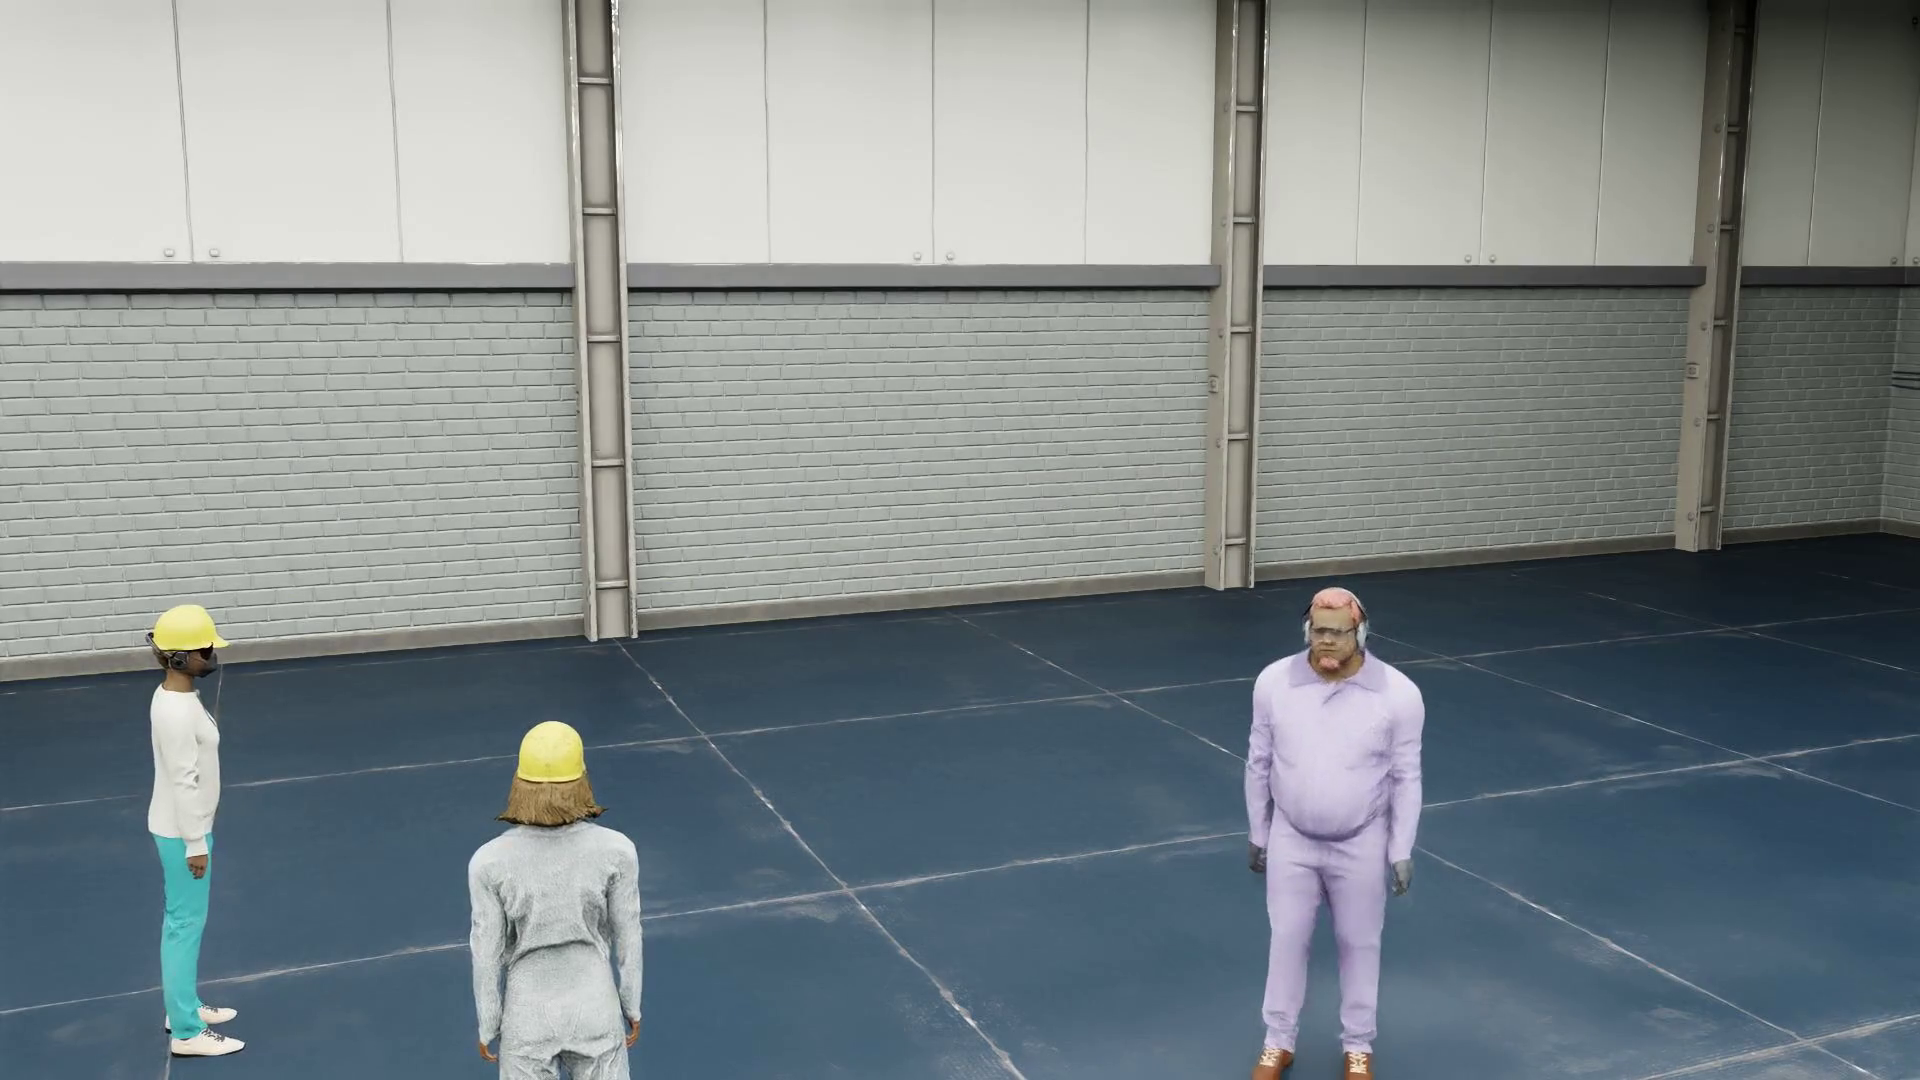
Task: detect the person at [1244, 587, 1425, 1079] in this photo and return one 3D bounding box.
[{"bbox_3d":[1.366,1.110,6.181,0.650,1.905,0.401,4,10,21],"label":"person"}]

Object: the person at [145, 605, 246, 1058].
[{"bbox_3d":[-2.999,1.124,6.521,0.328,1.767,0.530,-5,10,-26],"label":"person"}]

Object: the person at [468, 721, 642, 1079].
[{"bbox_3d":[-1.182,1.391,4.912,0.490,1.743,0.324,-3,9,-17],"label":"person"}]
